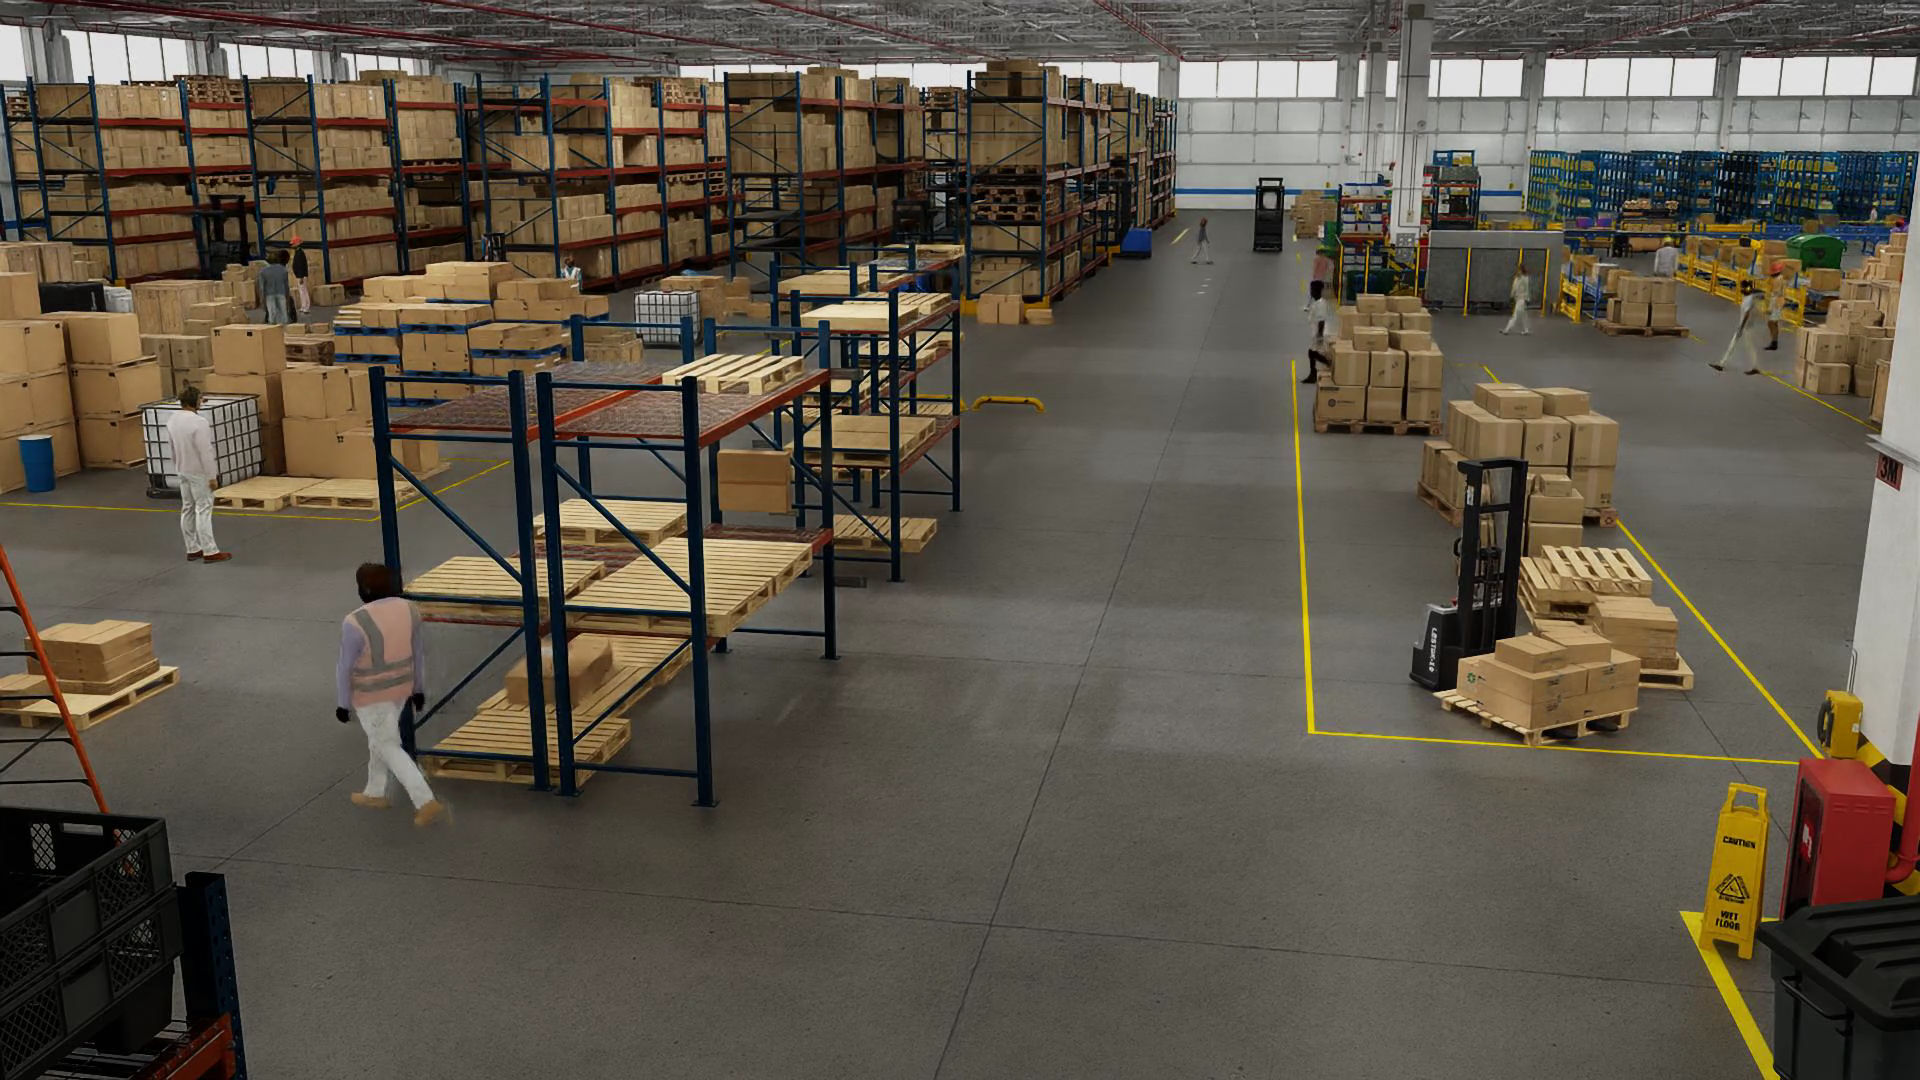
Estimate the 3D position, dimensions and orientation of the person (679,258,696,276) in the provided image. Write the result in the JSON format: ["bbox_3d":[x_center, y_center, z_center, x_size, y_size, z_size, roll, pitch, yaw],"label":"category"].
[{"bbox_3d":[-6.501,-5.842,39.431,0.863,1.647,0.553,11,18,38],"label":"person"}]

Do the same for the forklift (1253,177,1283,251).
[{"bbox_3d":[12.083,-12.747,64.956,1.129,2.768,1.873,3,14,10],"label":"forklift"}]

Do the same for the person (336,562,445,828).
[{"bbox_3d":[-3.850,1.042,11.232,0.916,1.810,0.622,6,15,23],"label":"person"}]

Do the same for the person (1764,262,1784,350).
[{"bbox_3d":[17.442,-5.015,35.625,0.346,1.897,0.727,8,16,28],"label":"person"}]

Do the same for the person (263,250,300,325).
[{"bbox_3d":[-16.226,-5.974,39.630,0.933,1.849,0.627,1,14,6],"label":"person"}]

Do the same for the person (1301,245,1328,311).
[{"bbox_3d":[9.223,-6.763,43.020,0.539,1.731,0.820,-8,16,-29],"label":"person"}]

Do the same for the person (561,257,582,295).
[{"bbox_3d":[-9.395,-6.032,40.269,0.524,1.631,0.320,0,14,1],"label":"person"}]

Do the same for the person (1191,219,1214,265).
[{"bbox_3d":[8.494,-10.441,58.251,0.859,1.590,0.516,5,15,21],"label":"person"}]

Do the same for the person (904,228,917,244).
[{"bbox_3d":[-1.540,-8.680,50.883,0.540,1.696,0.317,13,19,42],"label":"person"}]

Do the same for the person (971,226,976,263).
[{"bbox_3d":[0.667,-10.519,57.760,0.625,1.986,0.787,-1,14,-5],"label":"person"}]

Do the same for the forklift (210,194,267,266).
[{"bbox_3d":[-20.893,-8.515,47.774,1.129,2.768,1.873,3,14,10],"label":"forklift"}]

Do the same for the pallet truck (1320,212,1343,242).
[{"bbox_3d":[15.874,-13.227,70.310,0.680,1.201,1.601,10,17,35],"label":"pallet truck"}]

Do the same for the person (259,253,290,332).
[{"bbox_3d":[-15.429,-5.499,37.490,0.630,1.931,0.366,-10,17,-36],"label":"person"}]

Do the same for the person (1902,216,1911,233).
[{"bbox_3d":[30.543,-9.491,53.557,0.891,1.994,0.654,-6,15,-22],"label":"person"}]

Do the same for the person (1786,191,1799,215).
[{"bbox_3d":[40.523,-16.173,80.825,0.620,1.932,1.061,-4,14,-15],"label":"person"}]

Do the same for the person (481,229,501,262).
[{"bbox_3d":[-14.211,-8.637,50.421,0.619,1.839,0.430,-11,17,-37],"label":"person"}]

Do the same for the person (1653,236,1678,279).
[{"bbox_3d":[19.196,-7.363,45.281,0.610,1.817,0.560,3,14,13],"label":"person"}]

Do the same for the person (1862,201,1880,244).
[{"bbox_3d":[37.628,-13.080,68.619,0.559,1.753,0.538,5,15,19],"label":"person"}]

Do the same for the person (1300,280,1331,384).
[{"bbox_3d":[6.657,-3.821,30.653,0.606,1.949,0.602,0,14,1],"label":"person"}]

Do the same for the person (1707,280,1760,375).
[{"bbox_3d":[14.982,-4.076,31.936,0.977,1.815,0.560,3,14,12],"label":"person"}]

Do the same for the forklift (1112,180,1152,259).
[{"bbox_3d":[6.082,-11.722,60.796,1.873,2.768,1.129,2,14,9],"label":"forklift"}]

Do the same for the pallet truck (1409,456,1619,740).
[{"bbox_3d":[4.504,0.400,13.395,0.823,1.965,1.885,-6,15,-23],"label":"pallet truck"}]

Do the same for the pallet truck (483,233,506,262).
[{"bbox_3d":[-11.832,-7.026,43.548,1.885,1.965,0.823,8,16,28],"label":"pallet truck"}]

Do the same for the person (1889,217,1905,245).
[{"bbox_3d":[29.857,-9.342,53.077,0.378,1.932,0.551,10,17,36],"label":"person"}]

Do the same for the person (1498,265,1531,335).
[{"bbox_3d":[12.802,-5.501,38.165,0.878,1.588,0.537,-2,14,-10],"label":"person"}]

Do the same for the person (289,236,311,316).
[{"bbox_3d":[-16.752,-6.697,42.218,0.385,1.994,0.614,-8,16,-29],"label":"person"}]

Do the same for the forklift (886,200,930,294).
[{"bbox_3d":[-1.330,-7.621,44.145,1.129,2.768,1.873,3,14,10],"label":"forklift"}]

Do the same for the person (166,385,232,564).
[{"bbox_3d":[-8.283,-0.710,18.025,0.627,1.941,0.372,8,16,31],"label":"person"}]

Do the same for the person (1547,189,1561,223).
[{"bbox_3d":[29.482,-16.490,82.375,0.498,1.799,0.612,4,14,16],"label":"person"}]
